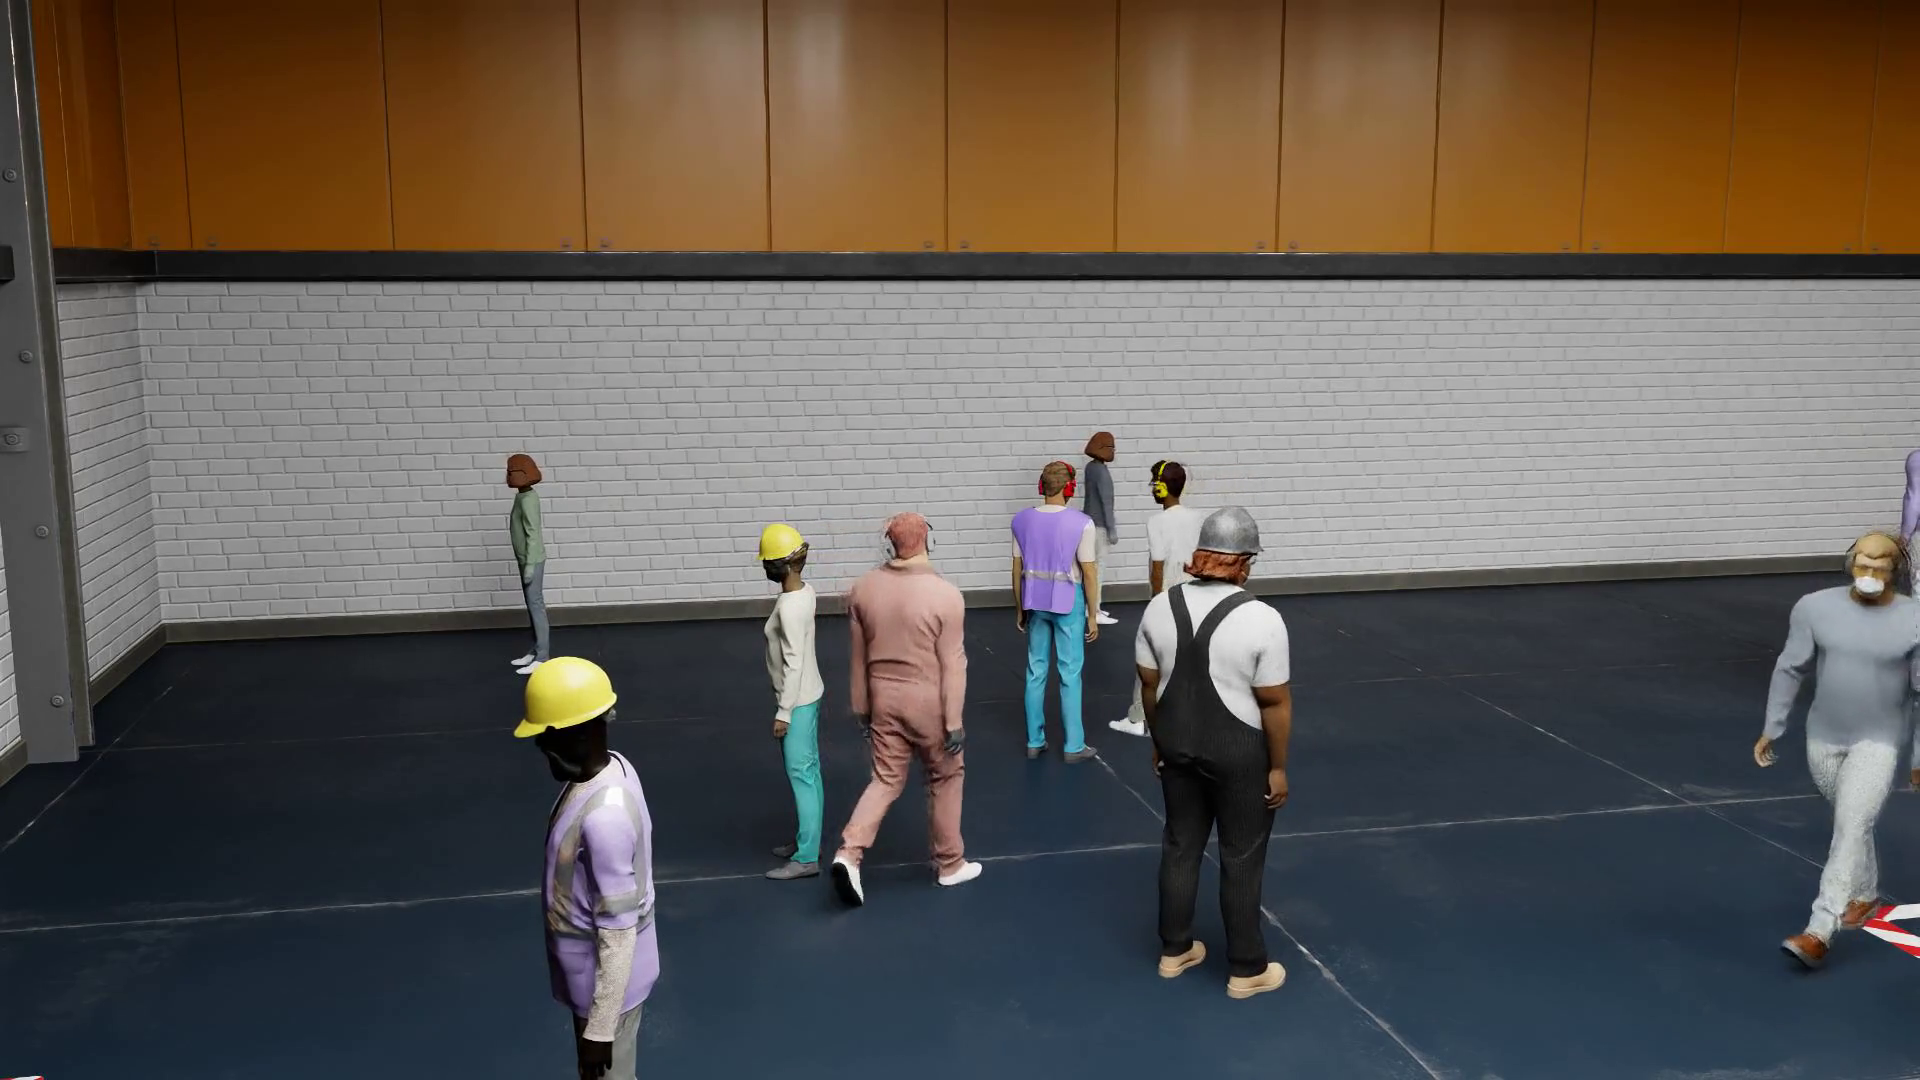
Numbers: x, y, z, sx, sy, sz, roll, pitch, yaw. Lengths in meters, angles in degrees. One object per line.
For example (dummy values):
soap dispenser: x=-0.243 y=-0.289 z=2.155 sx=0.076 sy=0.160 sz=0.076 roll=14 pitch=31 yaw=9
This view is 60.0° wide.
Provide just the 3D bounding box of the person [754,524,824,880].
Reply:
person: x=-0.839 y=0.793 z=8.205 sx=0.327 sy=1.761 sz=0.522 roll=0 pitch=9 yaw=2

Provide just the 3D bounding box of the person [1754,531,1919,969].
person: x=3.884 y=0.888 z=7.265 sx=1.068 sy=1.876 sz=0.645 roll=-7 pitch=12 yaw=-38

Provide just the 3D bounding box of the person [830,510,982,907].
person: x=-0.268 y=0.795 z=7.874 sx=0.636 sy=1.872 sz=0.850 roll=6 pitch=11 yaw=34

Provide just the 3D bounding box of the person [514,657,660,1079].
person: x=-1.061 y=1.271 z=4.806 sx=0.376 sy=1.918 sz=0.584 roll=-3 pitch=10 yaw=-17

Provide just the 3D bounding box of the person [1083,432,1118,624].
person: x=1.183 y=-0.107 z=14.088 sx=0.280 sy=1.629 sz=0.511 roll=-2 pitch=9 yaw=-10

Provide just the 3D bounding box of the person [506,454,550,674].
person: x=-3.214 y=0.174 z=12.350 sx=0.286 sy=1.634 sz=0.500 roll=-3 pitch=10 yaw=-17

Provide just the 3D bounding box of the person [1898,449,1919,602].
person: x=7.542 y=-0.059 z=12.845 sx=0.636 sy=1.938 sz=0.355 roll=-1 pitch=9 yaw=-8

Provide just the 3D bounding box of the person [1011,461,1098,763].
person: x=0.572 y=0.442 z=10.101 sx=0.563 sy=1.838 sz=0.390 roll=5 pitch=11 yaw=28

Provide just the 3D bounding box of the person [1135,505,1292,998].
person: x=1.106 y=0.858 z=6.949 sx=0.688 sy=2.000 sz=0.536 roll=8 pitch=12 yaw=40

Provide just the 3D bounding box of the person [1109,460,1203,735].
person: x=1.353 y=0.415 z=10.406 sx=0.521 sy=1.821 sz=1.001 roll=-7 pitch=12 yaw=-36
